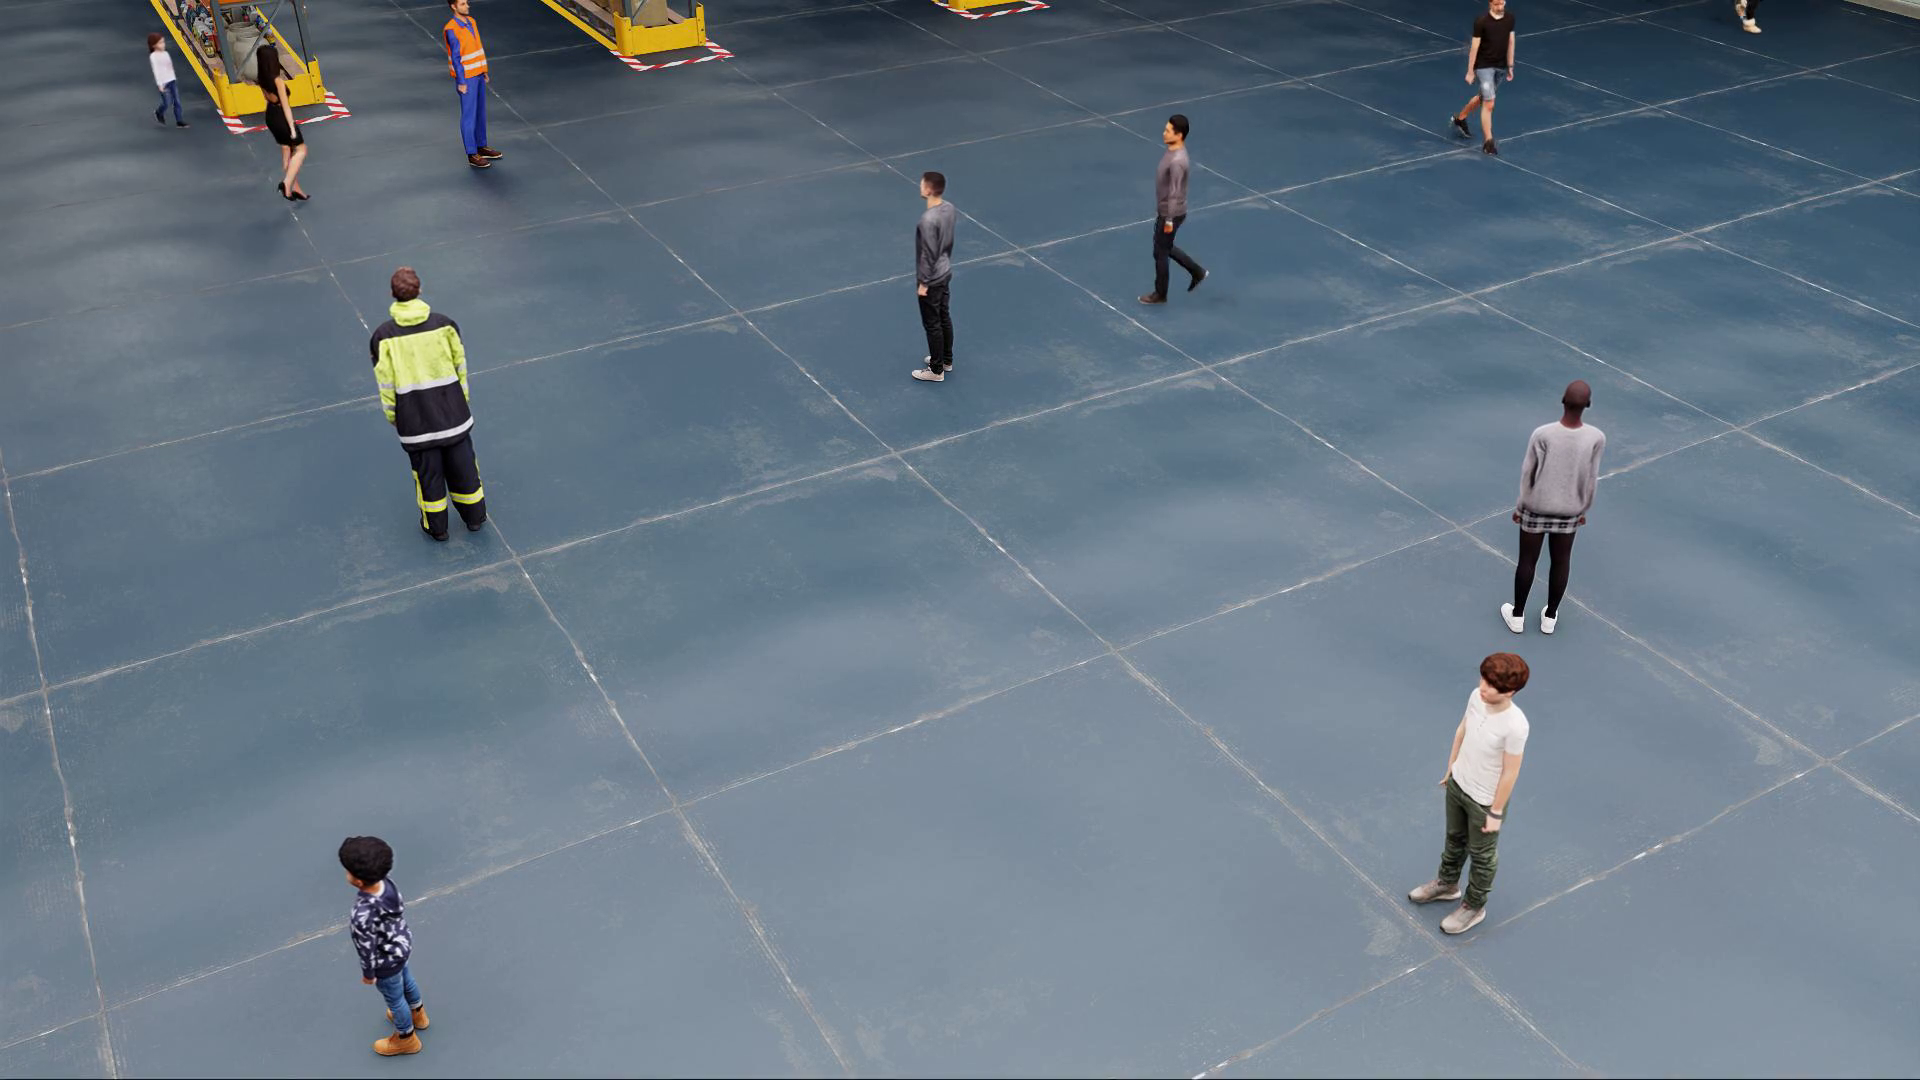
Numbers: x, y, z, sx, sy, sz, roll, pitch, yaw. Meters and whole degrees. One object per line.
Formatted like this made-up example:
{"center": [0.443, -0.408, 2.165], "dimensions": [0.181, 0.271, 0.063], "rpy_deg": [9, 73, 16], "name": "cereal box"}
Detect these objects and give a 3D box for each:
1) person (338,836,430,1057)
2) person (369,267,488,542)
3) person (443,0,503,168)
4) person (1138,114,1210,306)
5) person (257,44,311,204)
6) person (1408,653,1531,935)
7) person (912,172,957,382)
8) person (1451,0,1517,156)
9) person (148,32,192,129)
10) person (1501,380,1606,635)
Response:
{"center": [-2.665, 1.867, 7.683], "dimensions": [0.641, 1.250, 0.559], "rpy_deg": [2, 32, 3], "name": "person"}
{"center": [-3.657, -0.932, 11.435], "dimensions": [0.752, 1.982, 0.610], "rpy_deg": [-17, 36, -24], "name": "person"}
{"center": [-5.310, -5.011, 18.012], "dimensions": [0.846, 1.864, 0.780], "rpy_deg": [7, 33, 12], "name": "person"}
{"center": [1.950, -2.917, 14.795], "dimensions": [0.964, 1.755, 0.941], "rpy_deg": [11, 34, 17], "name": "person"}
{"center": [-6.957, -4.190, 16.921], "dimensions": [0.717, 1.639, 0.776], "rpy_deg": [17, 36, 25], "name": "person"}
{"center": [2.593, 1.244, 8.293], "dimensions": [0.646, 1.654, 0.496], "rpy_deg": [-13, 34, -20], "name": "person"}
{"center": [-0.208, -2.154, 13.580], "dimensions": [0.720, 1.761, 0.700], "rpy_deg": [14, 35, 21], "name": "person"}
{"center": [5.835, -5.262, 18.462], "dimensions": [0.768, 1.808, 1.211], "rpy_deg": [-15, 35, -23], "name": "person"}
{"center": [-9.198, -5.295, 19.174], "dimensions": [0.710, 1.105, 0.635], "rpy_deg": [11, 34, 17], "name": "person"}
{"center": [3.731, -0.201, 10.474], "dimensions": [0.693, 1.771, 0.718], "rpy_deg": [4, 32, 6], "name": "person"}
